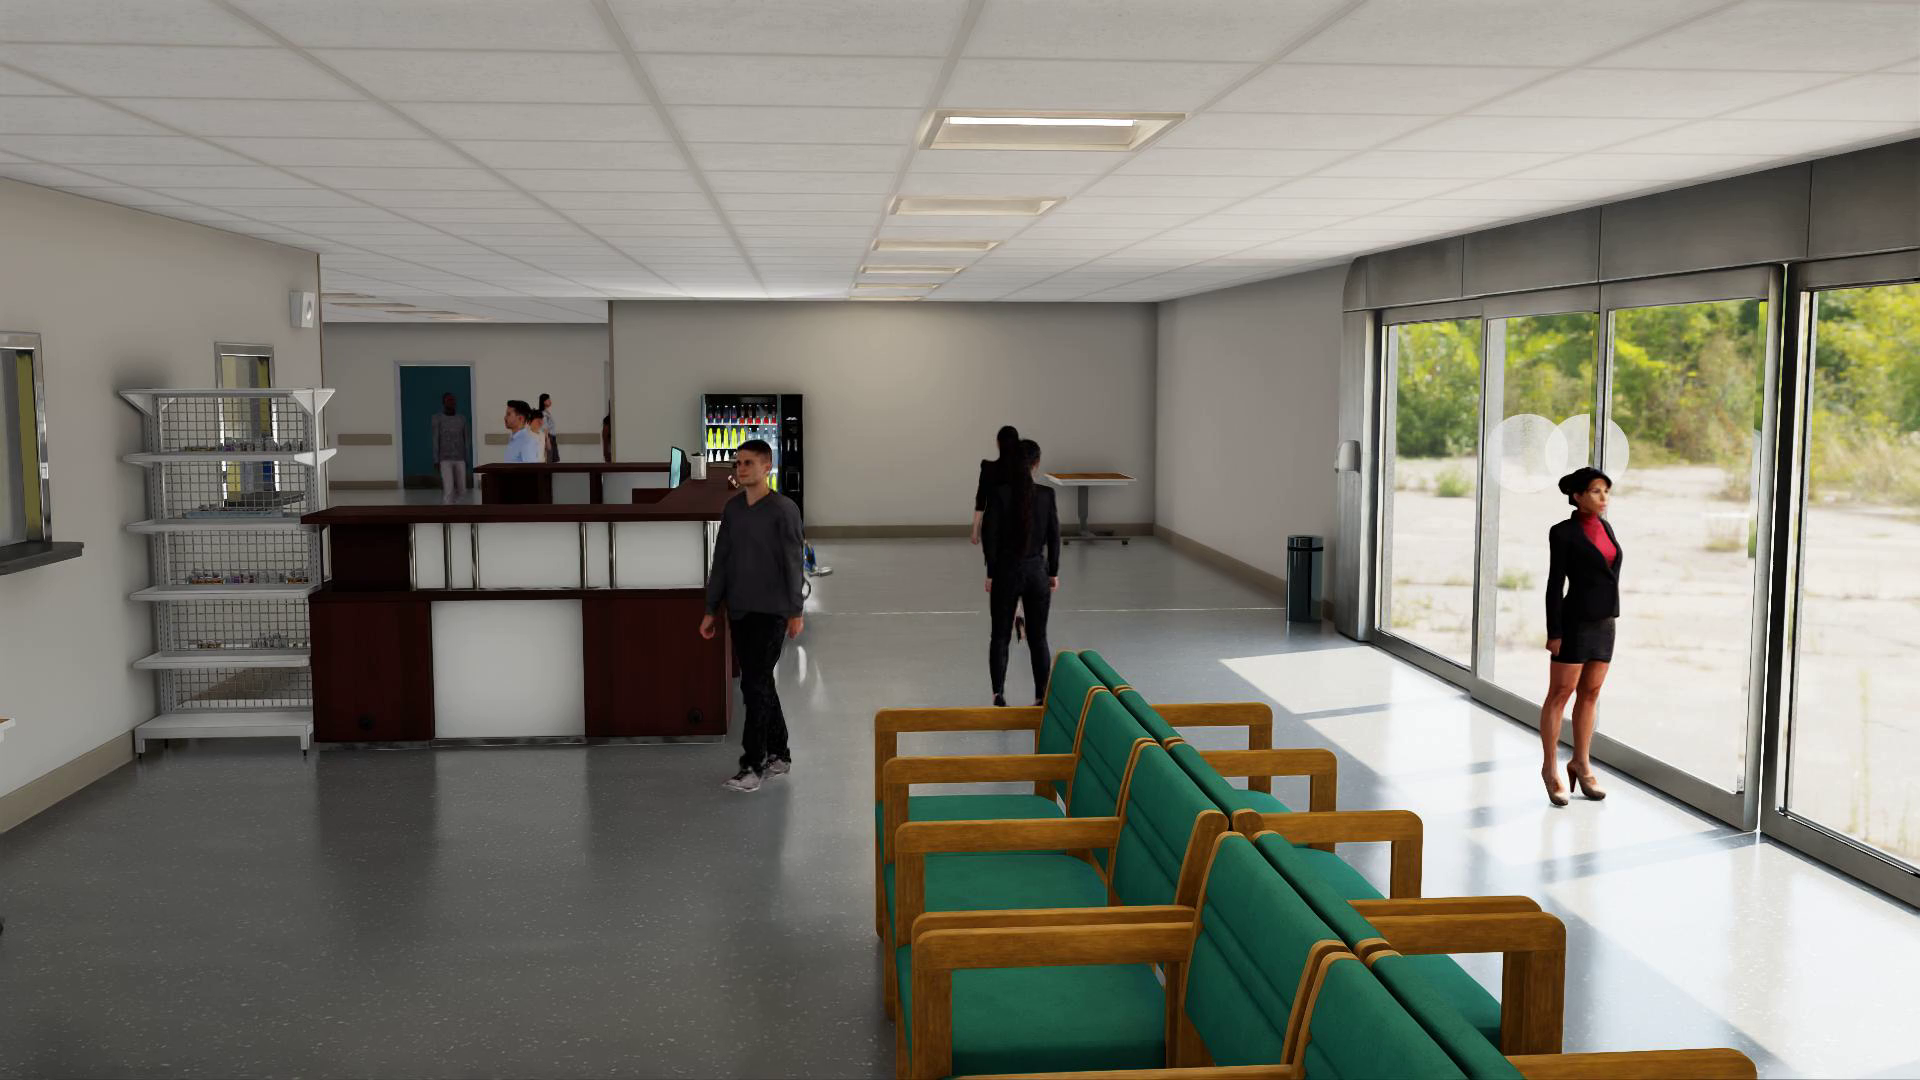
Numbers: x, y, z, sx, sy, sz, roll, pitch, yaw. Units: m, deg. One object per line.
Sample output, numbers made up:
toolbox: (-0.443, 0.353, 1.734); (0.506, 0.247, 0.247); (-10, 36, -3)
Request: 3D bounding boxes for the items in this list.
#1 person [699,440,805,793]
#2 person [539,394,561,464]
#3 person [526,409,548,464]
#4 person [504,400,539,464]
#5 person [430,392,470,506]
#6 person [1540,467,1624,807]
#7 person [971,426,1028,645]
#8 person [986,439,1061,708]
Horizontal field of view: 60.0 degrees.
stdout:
person: (-0.974, 0.374, 8.477); (0.948, 1.742, 0.979); (4, 7, 33)
person: (-7.346, -1.704, 29.227); (0.721, 1.722, 0.640); (0, 6, 0)
person: (-5.341, -0.805, 20.713); (0.793, 1.639, 0.733); (3, 6, 24)
person: (-3.951, -0.341, 15.174); (1.153, 1.824, 0.918); (-3, 7, -29)
person: (-6.823, -1.046, 22.182); (0.962, 1.824, 1.000); (-5, 8, -41)
person: (3.034, 0.462, 8.113); (0.650, 1.640, 0.721); (-3, 7, -28)
person: (0.354, 0.001, 12.552); (1.024, 1.668, 0.861); (-2, 6, -23)
person: (0.379, 0.261, 9.797); (0.434, 1.702, 0.644); (-1, 6, -9)
